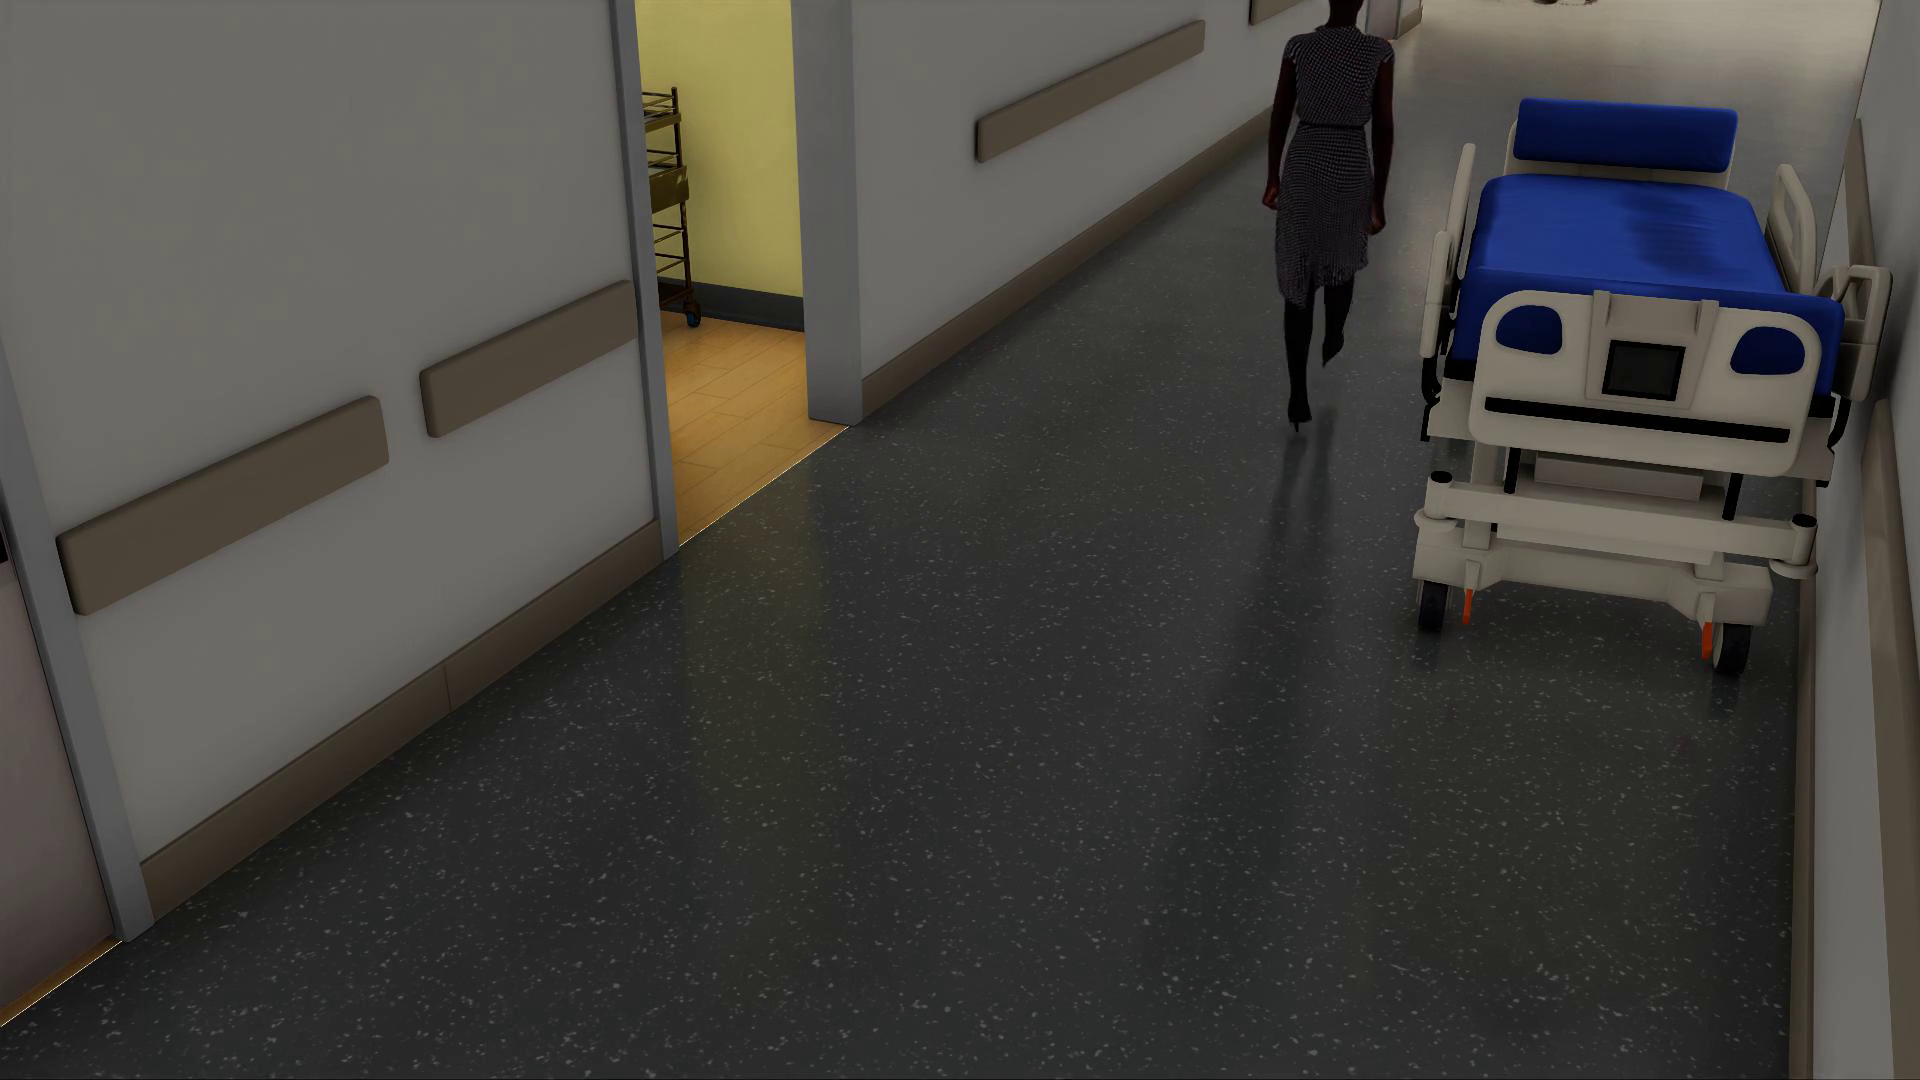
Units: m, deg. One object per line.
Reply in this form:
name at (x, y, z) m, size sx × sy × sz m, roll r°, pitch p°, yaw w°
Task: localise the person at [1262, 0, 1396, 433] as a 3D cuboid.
person at (1.369, -1.260, 6.335) m, size 1.100 × 1.747 × 0.804 m, roll 8°, pitch 27°, yaw 16°
